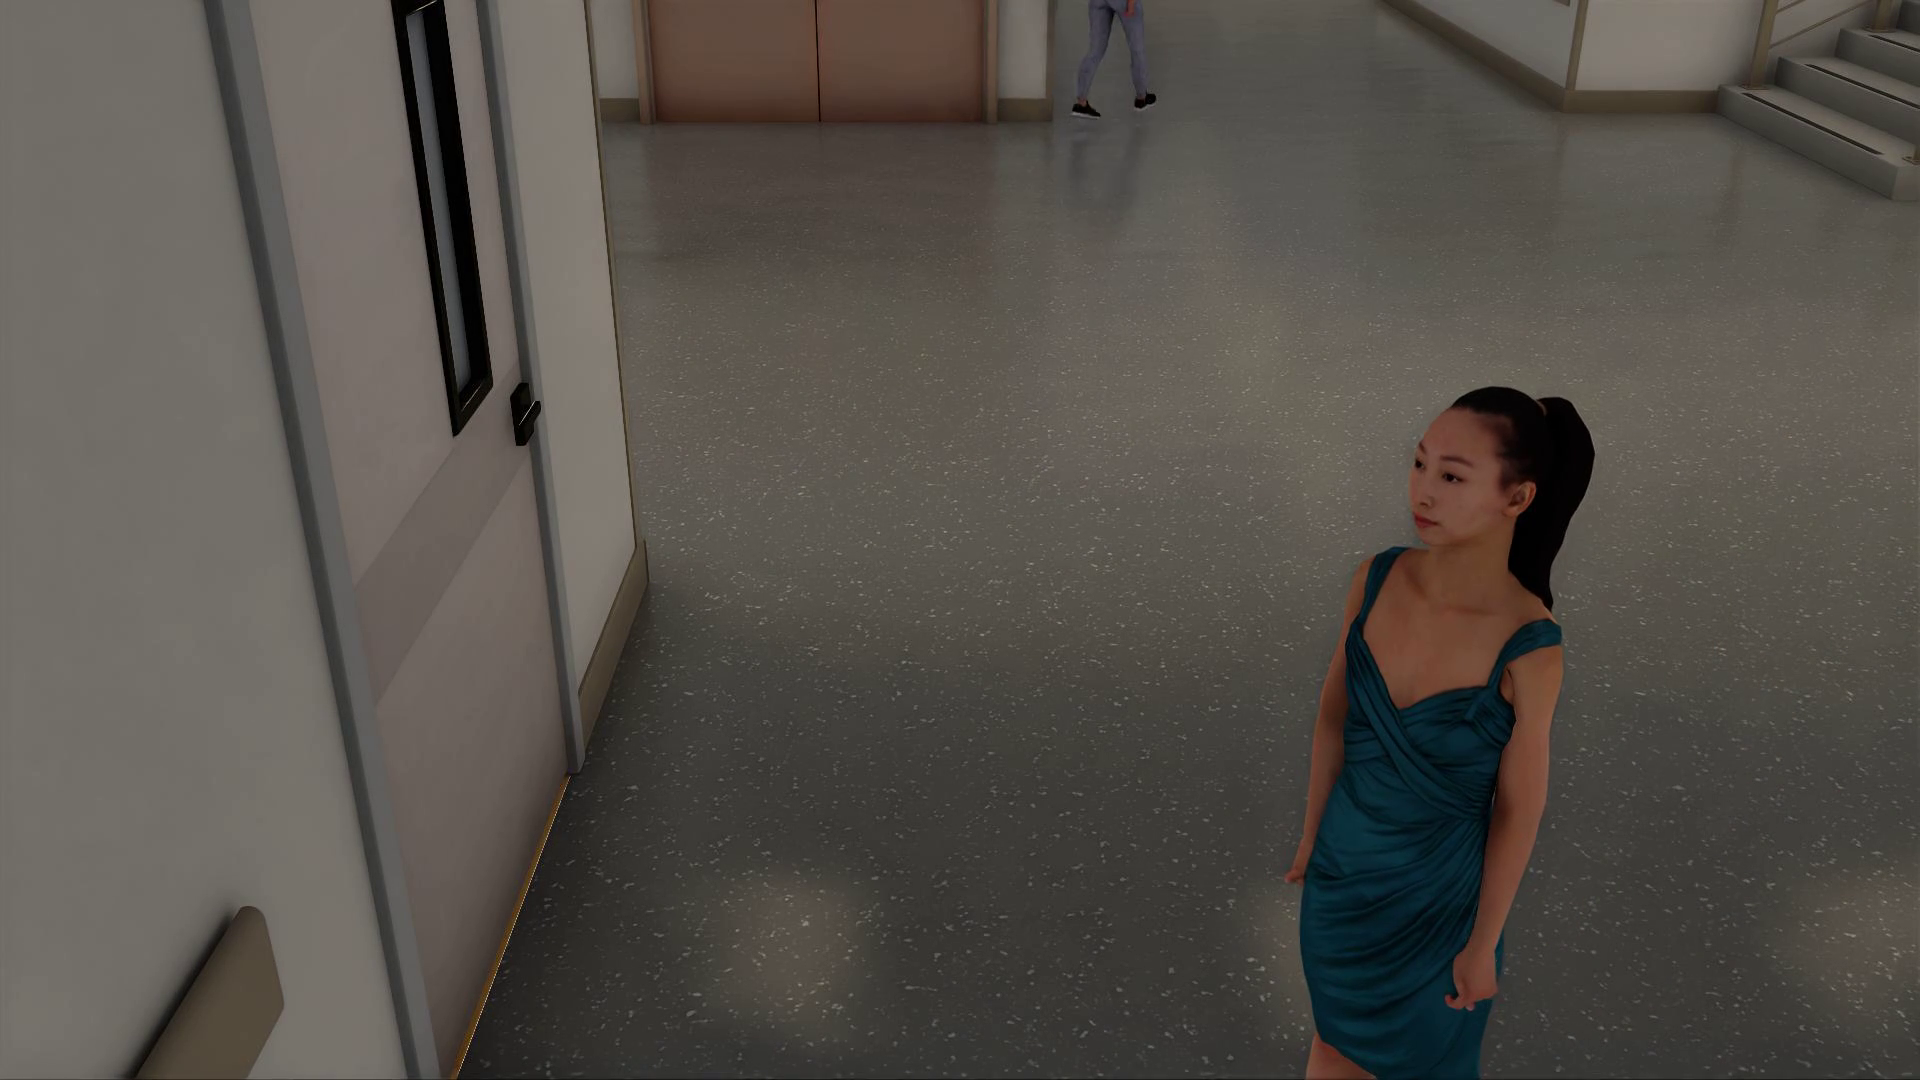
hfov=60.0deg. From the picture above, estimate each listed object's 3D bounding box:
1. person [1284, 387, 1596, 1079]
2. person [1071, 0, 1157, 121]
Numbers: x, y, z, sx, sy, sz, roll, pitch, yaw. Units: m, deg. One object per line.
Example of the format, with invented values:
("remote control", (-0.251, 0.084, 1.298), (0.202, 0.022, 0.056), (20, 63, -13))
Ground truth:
("person", (0.707, 0.558, 2.620), (0.656, 1.686, 0.622), (-18, 31, -32))
("person", (1.010, -3.732, 11.530), (1.116, 1.674, 1.045), (19, 32, 34))
